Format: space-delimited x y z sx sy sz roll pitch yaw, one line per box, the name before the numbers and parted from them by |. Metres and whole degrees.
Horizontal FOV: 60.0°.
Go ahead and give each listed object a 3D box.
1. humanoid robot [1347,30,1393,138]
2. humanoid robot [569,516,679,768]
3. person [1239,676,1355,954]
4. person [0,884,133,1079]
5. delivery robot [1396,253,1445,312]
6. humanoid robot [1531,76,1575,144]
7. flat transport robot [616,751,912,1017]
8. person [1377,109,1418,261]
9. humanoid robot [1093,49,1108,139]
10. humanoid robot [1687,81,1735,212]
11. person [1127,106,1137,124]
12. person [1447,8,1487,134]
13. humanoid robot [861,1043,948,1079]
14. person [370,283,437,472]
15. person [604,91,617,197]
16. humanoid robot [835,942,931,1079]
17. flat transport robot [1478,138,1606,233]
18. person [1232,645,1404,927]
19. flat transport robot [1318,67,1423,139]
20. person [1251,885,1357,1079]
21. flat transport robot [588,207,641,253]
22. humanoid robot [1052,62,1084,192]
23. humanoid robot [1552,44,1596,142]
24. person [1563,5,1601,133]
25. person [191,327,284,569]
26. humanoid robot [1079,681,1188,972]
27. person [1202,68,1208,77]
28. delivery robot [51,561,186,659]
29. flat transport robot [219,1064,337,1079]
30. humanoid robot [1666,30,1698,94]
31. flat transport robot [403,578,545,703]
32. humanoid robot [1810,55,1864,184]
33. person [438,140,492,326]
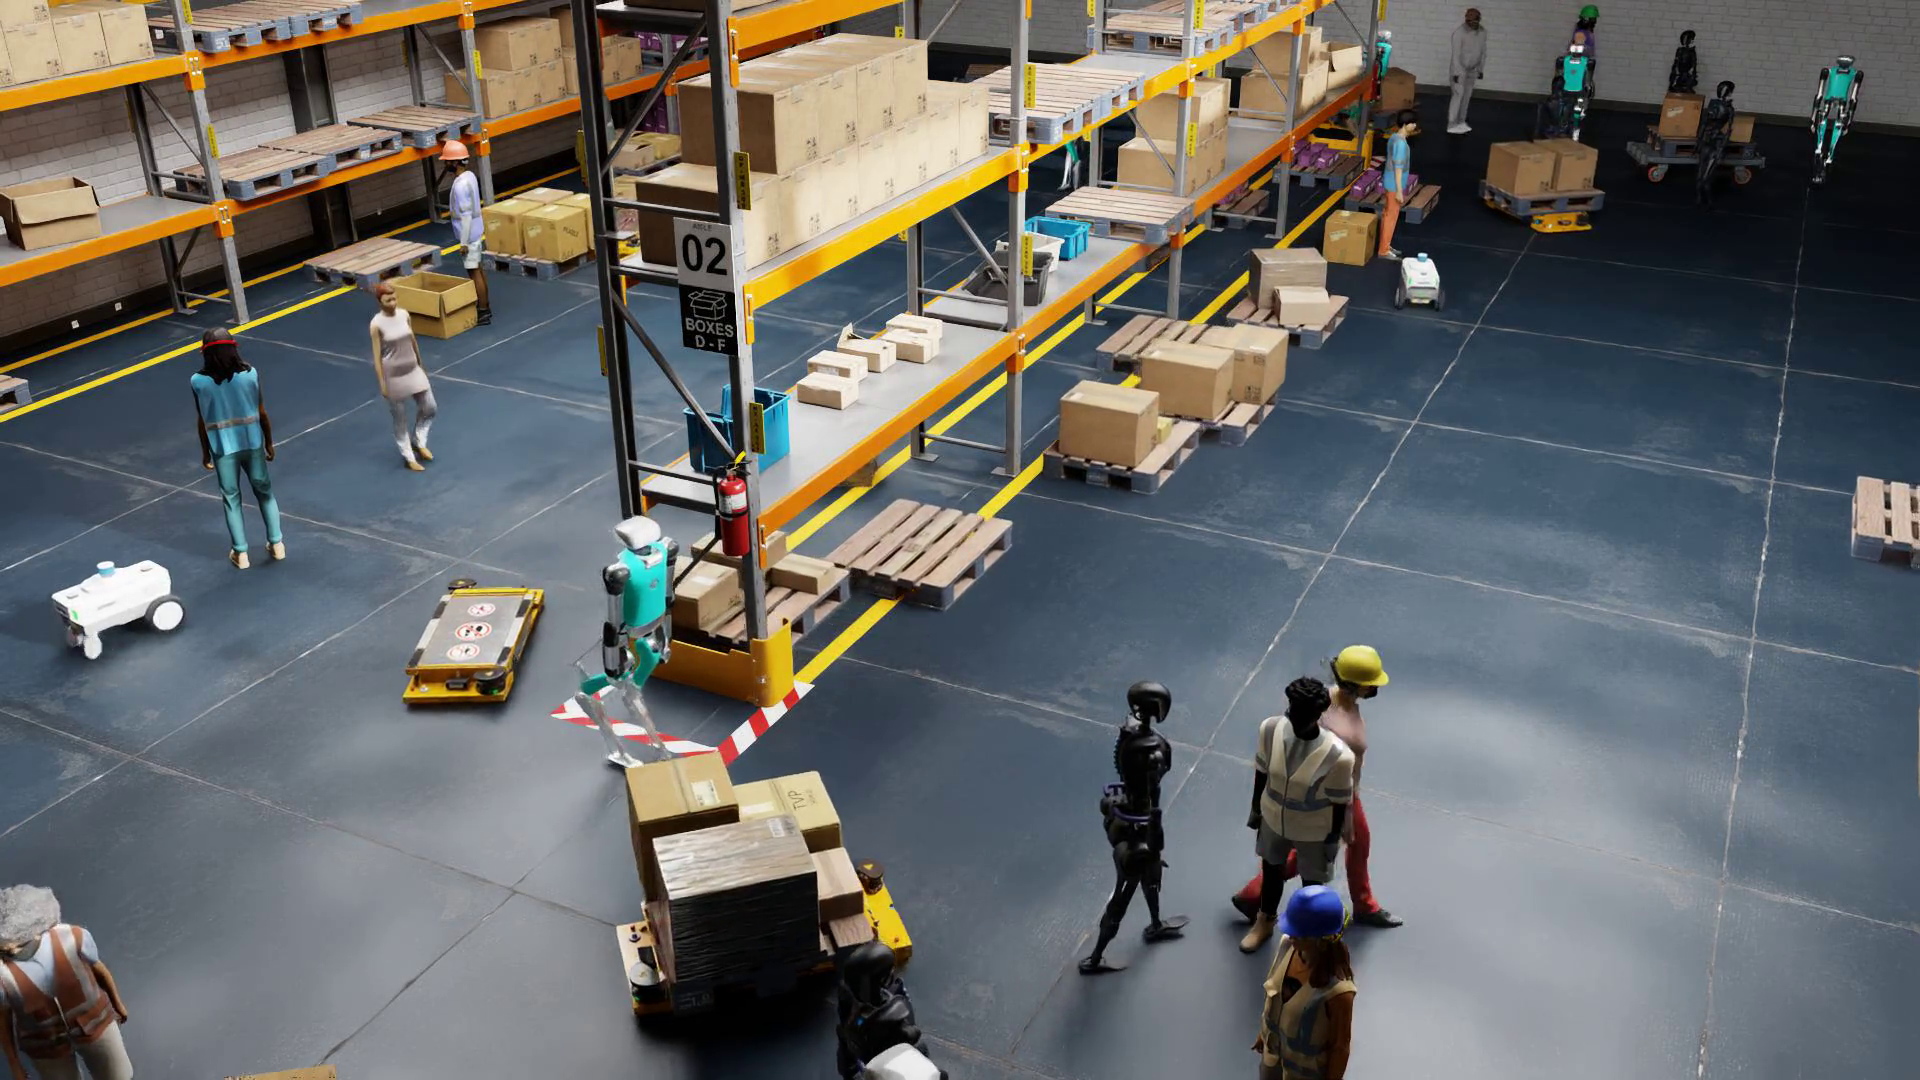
humanoid robot | 5.910 -6.561 24.349 0.664 1.774 0.531 11 28 21
humanoid robot | -2.028 0.636 9.869 0.779 1.786 0.536 17 31 30
person | 1.681 1.414 8.321 0.535 1.691 0.318 21 33 36
person | -3.752 2.083 6.991 0.473 1.655 0.481 -17 31 -31
delivery robot | 5.020 -2.833 18.168 0.499 0.586 0.772 4 27 7
humanoid robot | 7.727 -5.225 21.749 0.616 1.646 0.384 -6 27 -11
flat transport robot | -1.025 2.048 8.640 1.431 0.231 0.659 -8 28 -17
person | 5.123 -4.158 19.500 0.339 1.759 0.499 3 27 7
humanoid robot | 2.030 -6.906 25.138 0.497 1.638 0.591 5 27 10
humanoid robot | 9.712 -5.094 21.475 0.322 1.645 0.602 -7 27 -13
person | 2.889 -7.281 25.784 0.527 1.777 0.967 -5 27 -10
person | 7.780 -7.194 25.493 0.668 1.884 0.455 -14 30 -26
humanoid robot | -0.062 2.630 5.863 0.696 1.826 0.552 18 32 33
person | -4.674 -1.357 13.952 0.359 1.646 0.492 19 32 33
person | -4.592 -5.102 21.304 0.391 1.847 0.563 -4 27 -8
humanoid robot | -0.234 2.249 6.663 0.460 1.640 0.601 -23 34 -38
flat transport robot | 7.395 -4.211 21.284 0.659 0.231 1.431 -6 27 -12
person | 1.881 1.287 8.540 0.881 1.725 0.532 6 27 11
flat transport robot | 6.349 -6.429 25.764 1.431 0.231 0.659 21 33 36
person | 1.372 2.131 6.772 0.307 1.778 0.459 -13 29 -25
flat transport robot | -4.079 -3.818 20.490 0.659 0.231 1.431 2 26 5
humanoid robot | 1.471 -5.463 22.281 0.539 1.887 0.730 21 33 36
humanoid robot | 8.630 -6.159 23.474 0.531 1.715 0.725 12 29 23
person | 9.502 -7.198 25.465 0.491 1.915 0.541 20 33 35
person | -5.370 -0.681 12.365 0.498 1.862 0.398 -16 31 -29
humanoid robot | 0.919 1.427 8.323 0.635 1.638 0.586 -6 27 -11
person | 3.863 -6.953 25.169 0.384 1.738 0.575 9 28 17
delivery robot | -5.873 0.423 11.578 0.499 0.574 0.751 20 33 35
flat transport robot | -2.913 3.124 6.468 0.659 0.231 1.431 -5 27 -10
humanoid robot | 10.834 -6.791 24.920 0.348 1.645 0.610 -5 27 -10
flat transport robot | -3.315 0.678 11.408 0.659 0.231 1.431 -1 26 -2
humanoid robot | 11.777 -5.617 22.461 0.538 1.732 0.974 10 28 19
person | -5.152 -3.195 17.354 0.355 1.937 0.548 -3 27 -6
